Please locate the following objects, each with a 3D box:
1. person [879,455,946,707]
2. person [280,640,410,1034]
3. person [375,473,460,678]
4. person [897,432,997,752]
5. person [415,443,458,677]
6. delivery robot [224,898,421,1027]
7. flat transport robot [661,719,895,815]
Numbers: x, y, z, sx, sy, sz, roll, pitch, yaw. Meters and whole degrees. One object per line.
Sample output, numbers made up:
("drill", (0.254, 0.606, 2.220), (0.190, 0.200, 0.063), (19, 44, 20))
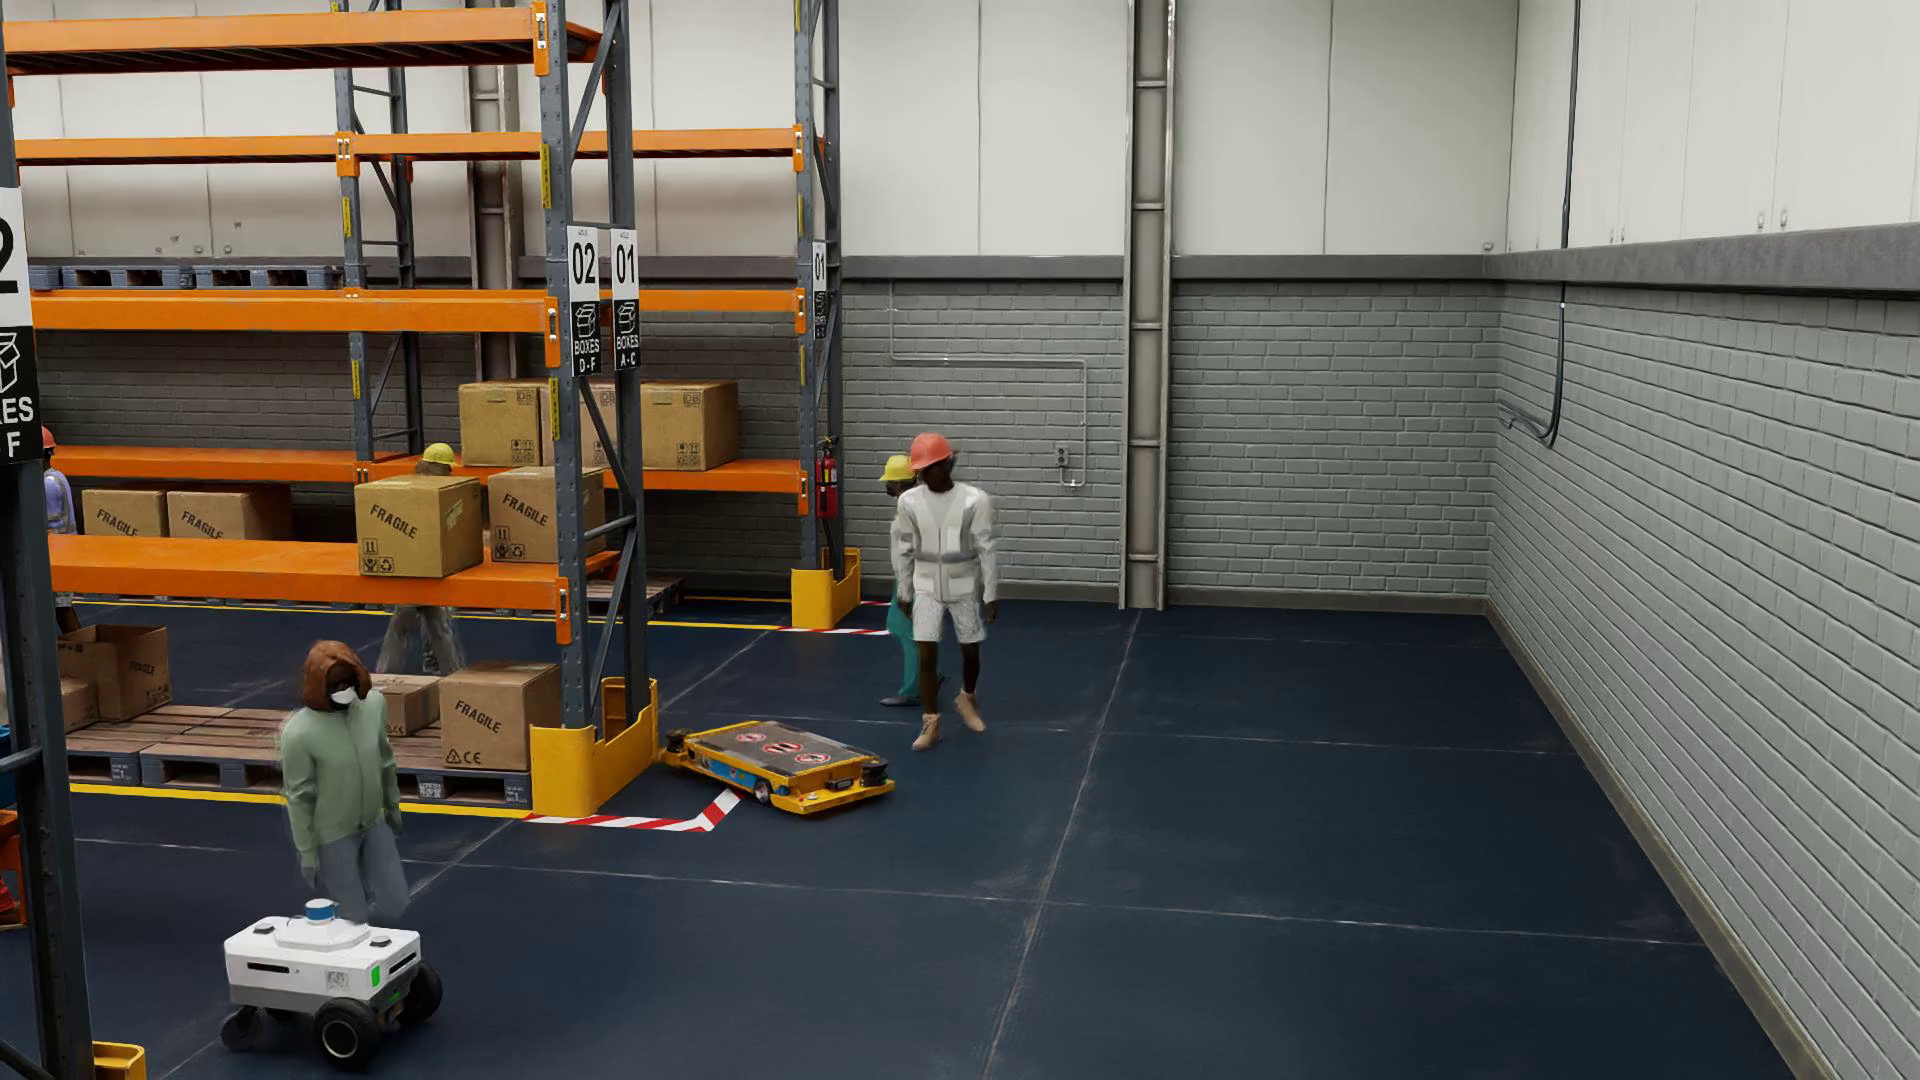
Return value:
("person", (-0.367, 0.285, 11.383), (0.366, 1.750, 0.555), (0, 9, -1))
("person", (-2.380, 1.151, 6.484), (0.377, 1.608, 0.548), (5, 10, 27))
("person", (-3.869, 0.340, 11.550), (0.806, 1.602, 0.502), (0, 9, -2))
("person", (-0.073, 0.300, 10.527), (0.649, 2.012, 0.737), (2, 9, 10))
("person", (-3.838, 0.150, 12.298), (0.308, 1.736, 0.484), (-5, 11, -29))
("delivery robot", (-2.471, 1.634, 6.452), (0.707, 0.478, 0.477), (2, 9, 14))
("flat transport robot", (-1.090, 1.293, 9.739), (0.652, 0.197, 1.431), (-8, 12, -42))
